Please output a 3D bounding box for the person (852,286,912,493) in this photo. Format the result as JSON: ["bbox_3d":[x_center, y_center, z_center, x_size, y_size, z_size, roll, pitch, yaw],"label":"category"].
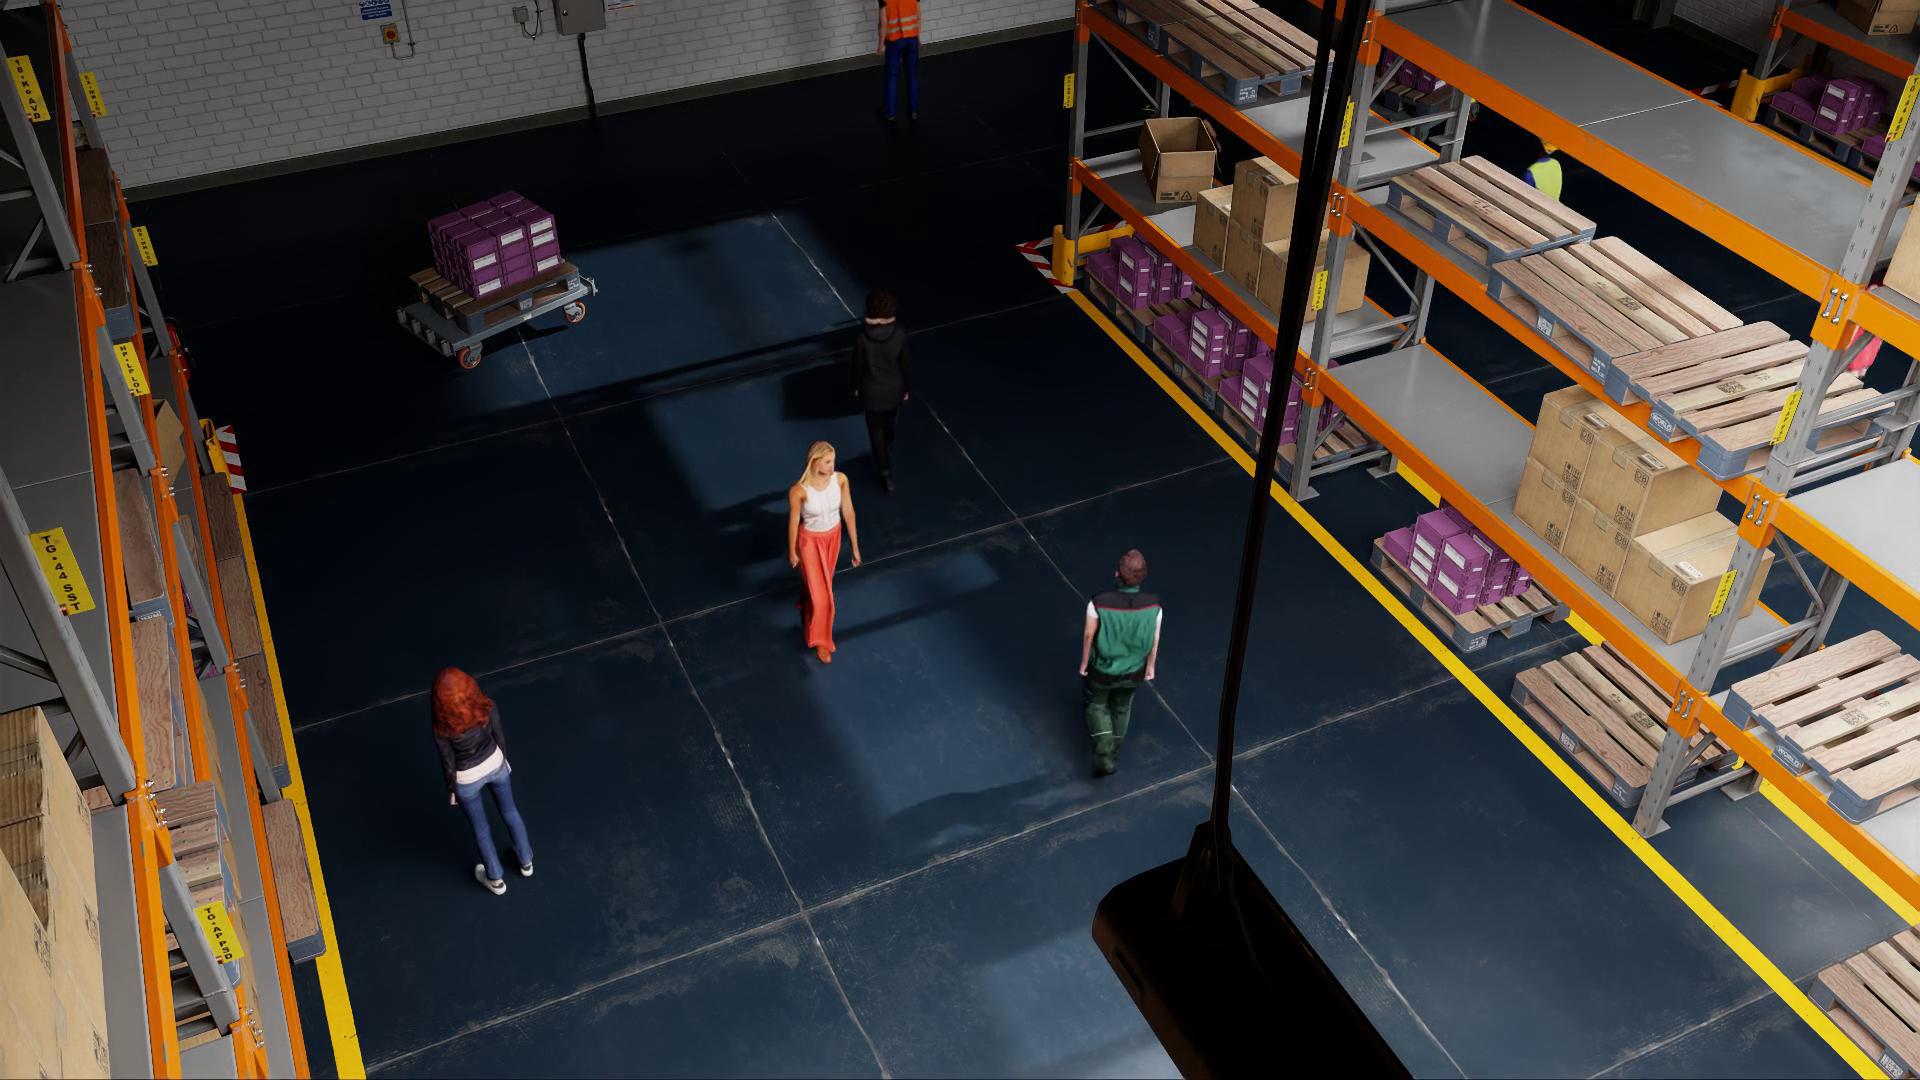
[{"bbox_3d":[-0.616,-1.187,13.367,0.803,1.750,1.160,-7,39,-9],"label":"person"}]

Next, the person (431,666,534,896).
[{"bbox_3d":[-2.900,1.440,10.046,0.617,1.789,0.600,-28,46,-30],"label":"person"}]

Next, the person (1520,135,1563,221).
[{"bbox_3d":[5.378,-2.920,15.510,0.738,1.784,0.999,-20,43,-23],"label":"person"}]

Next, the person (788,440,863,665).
[{"bbox_3d":[-1.034,-0.018,11.885,0.689,1.772,0.900,-21,43,-24],"label":"person"}]

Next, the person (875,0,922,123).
[{"bbox_3d":[-0.673,-5.682,18.897,0.693,1.873,0.638,-10,40,-12],"label":"person"}]

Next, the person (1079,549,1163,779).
[{"bbox_3d":[1.018,0.842,10.760,0.837,1.832,0.967,-2,39,-2],"label":"person"}]
